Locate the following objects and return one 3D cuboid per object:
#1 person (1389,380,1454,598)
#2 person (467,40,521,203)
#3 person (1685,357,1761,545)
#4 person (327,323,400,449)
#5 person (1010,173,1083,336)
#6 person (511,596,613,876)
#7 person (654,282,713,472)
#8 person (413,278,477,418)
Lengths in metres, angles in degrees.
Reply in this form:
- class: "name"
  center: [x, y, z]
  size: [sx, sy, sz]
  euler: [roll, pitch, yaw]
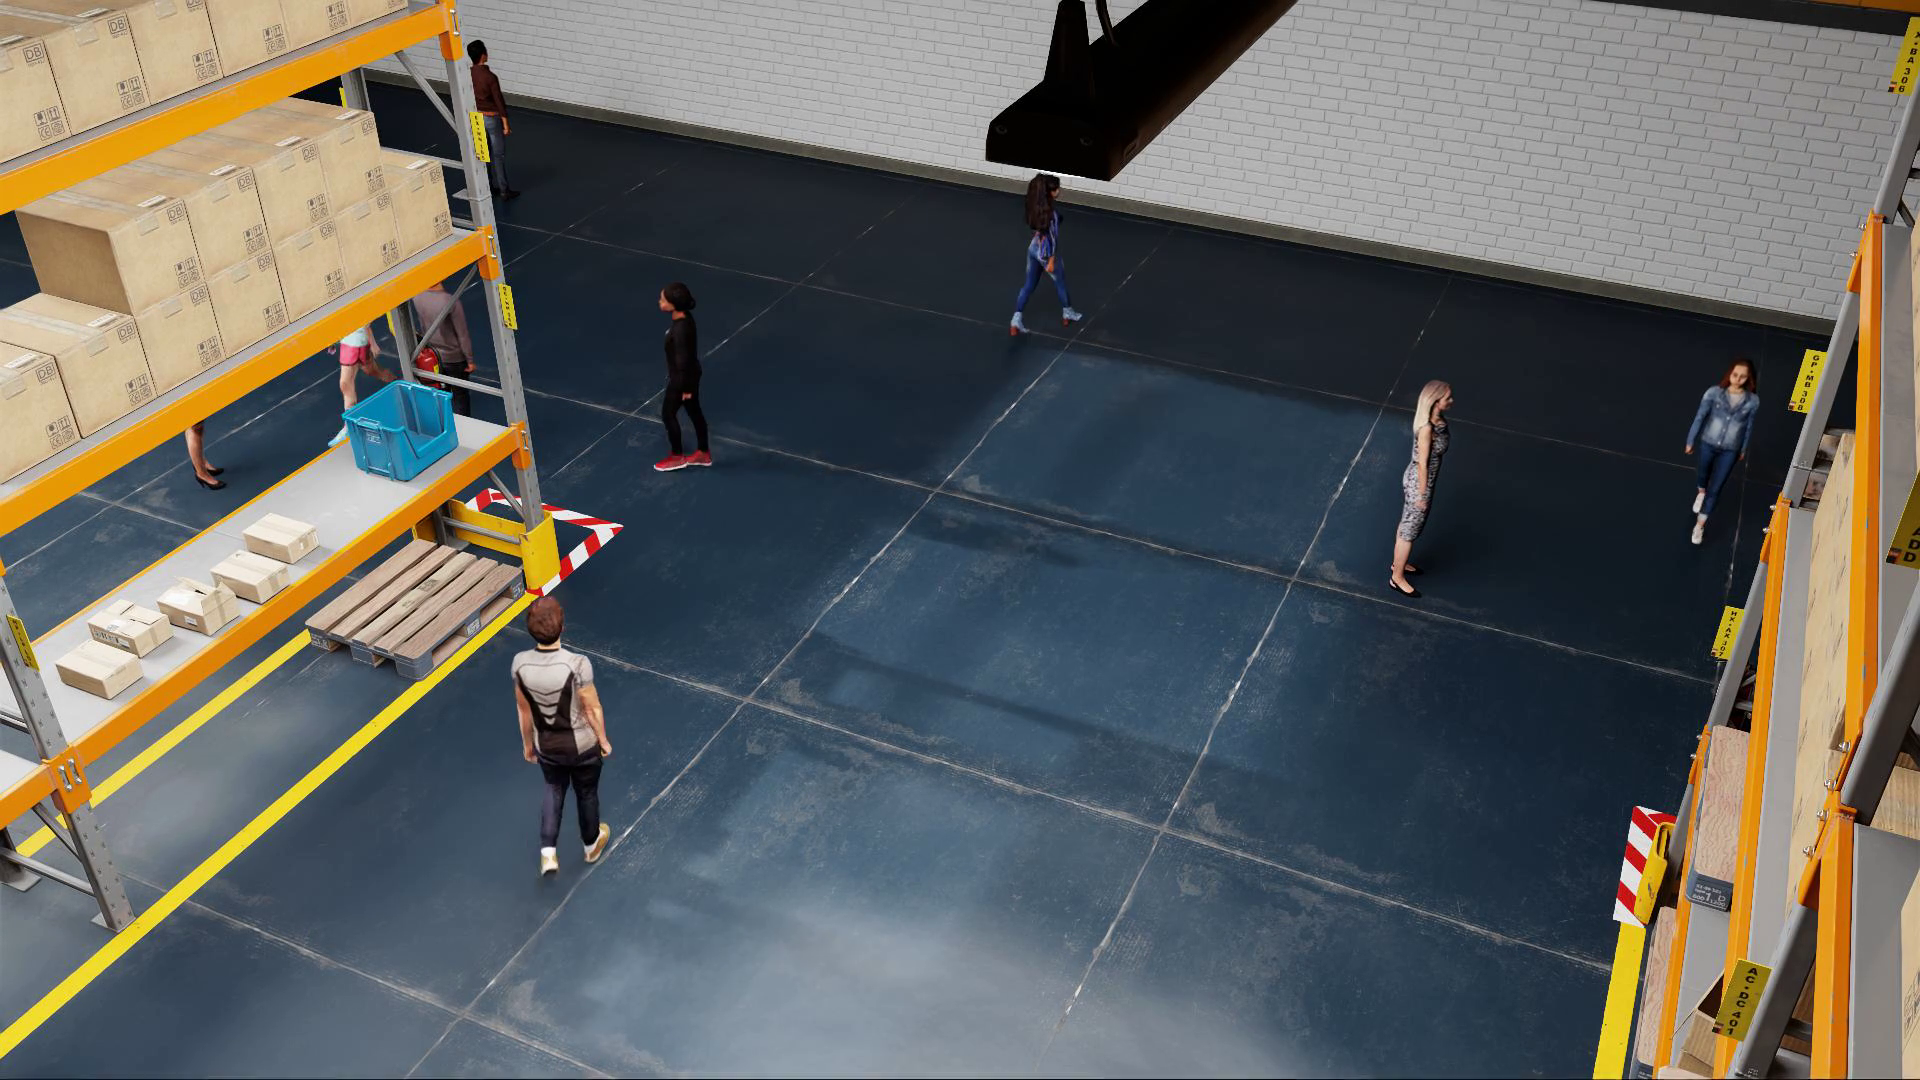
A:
- class: "person"
  center: [3.336, -0.405, 12.098]
  size: [0.640, 1.706, 0.458]
  euler: [11, 35, 16]
- class: "person"
  center: [-5.222, -4.637, 18.398]
  size: [0.647, 1.780, 0.494]
  euler: [14, 36, 20]
- class: "person"
  center: [5.877, -0.759, 12.866]
  size: [0.608, 1.445, 0.996]
  euler: [16, 37, 23]
- class: "person"
  center: [-5.042, -1.689, 14.015]
  size: [0.774, 1.723, 1.258]
  euler: [23, 40, 31]
- class: "person"
  center: [0.720, -2.636, 15.568]
  size: [1.122, 1.580, 0.982]
  euler: [-18, 37, -24]
- class: "person"
  center: [-2.279, 1.201, 9.523]
  size: [0.817, 1.882, 0.983]
  euler: [4, 34, 6]
- class: "person"
  center: [-2.170, -1.326, 13.521]
  size: [0.786, 1.665, 0.733]
  euler: [2, 34, 3]
- class: "person"
  center: [-4.249, -1.521, 13.721]
  size: [0.506, 1.766, 0.623]
  euler: [14, 36, 21]
